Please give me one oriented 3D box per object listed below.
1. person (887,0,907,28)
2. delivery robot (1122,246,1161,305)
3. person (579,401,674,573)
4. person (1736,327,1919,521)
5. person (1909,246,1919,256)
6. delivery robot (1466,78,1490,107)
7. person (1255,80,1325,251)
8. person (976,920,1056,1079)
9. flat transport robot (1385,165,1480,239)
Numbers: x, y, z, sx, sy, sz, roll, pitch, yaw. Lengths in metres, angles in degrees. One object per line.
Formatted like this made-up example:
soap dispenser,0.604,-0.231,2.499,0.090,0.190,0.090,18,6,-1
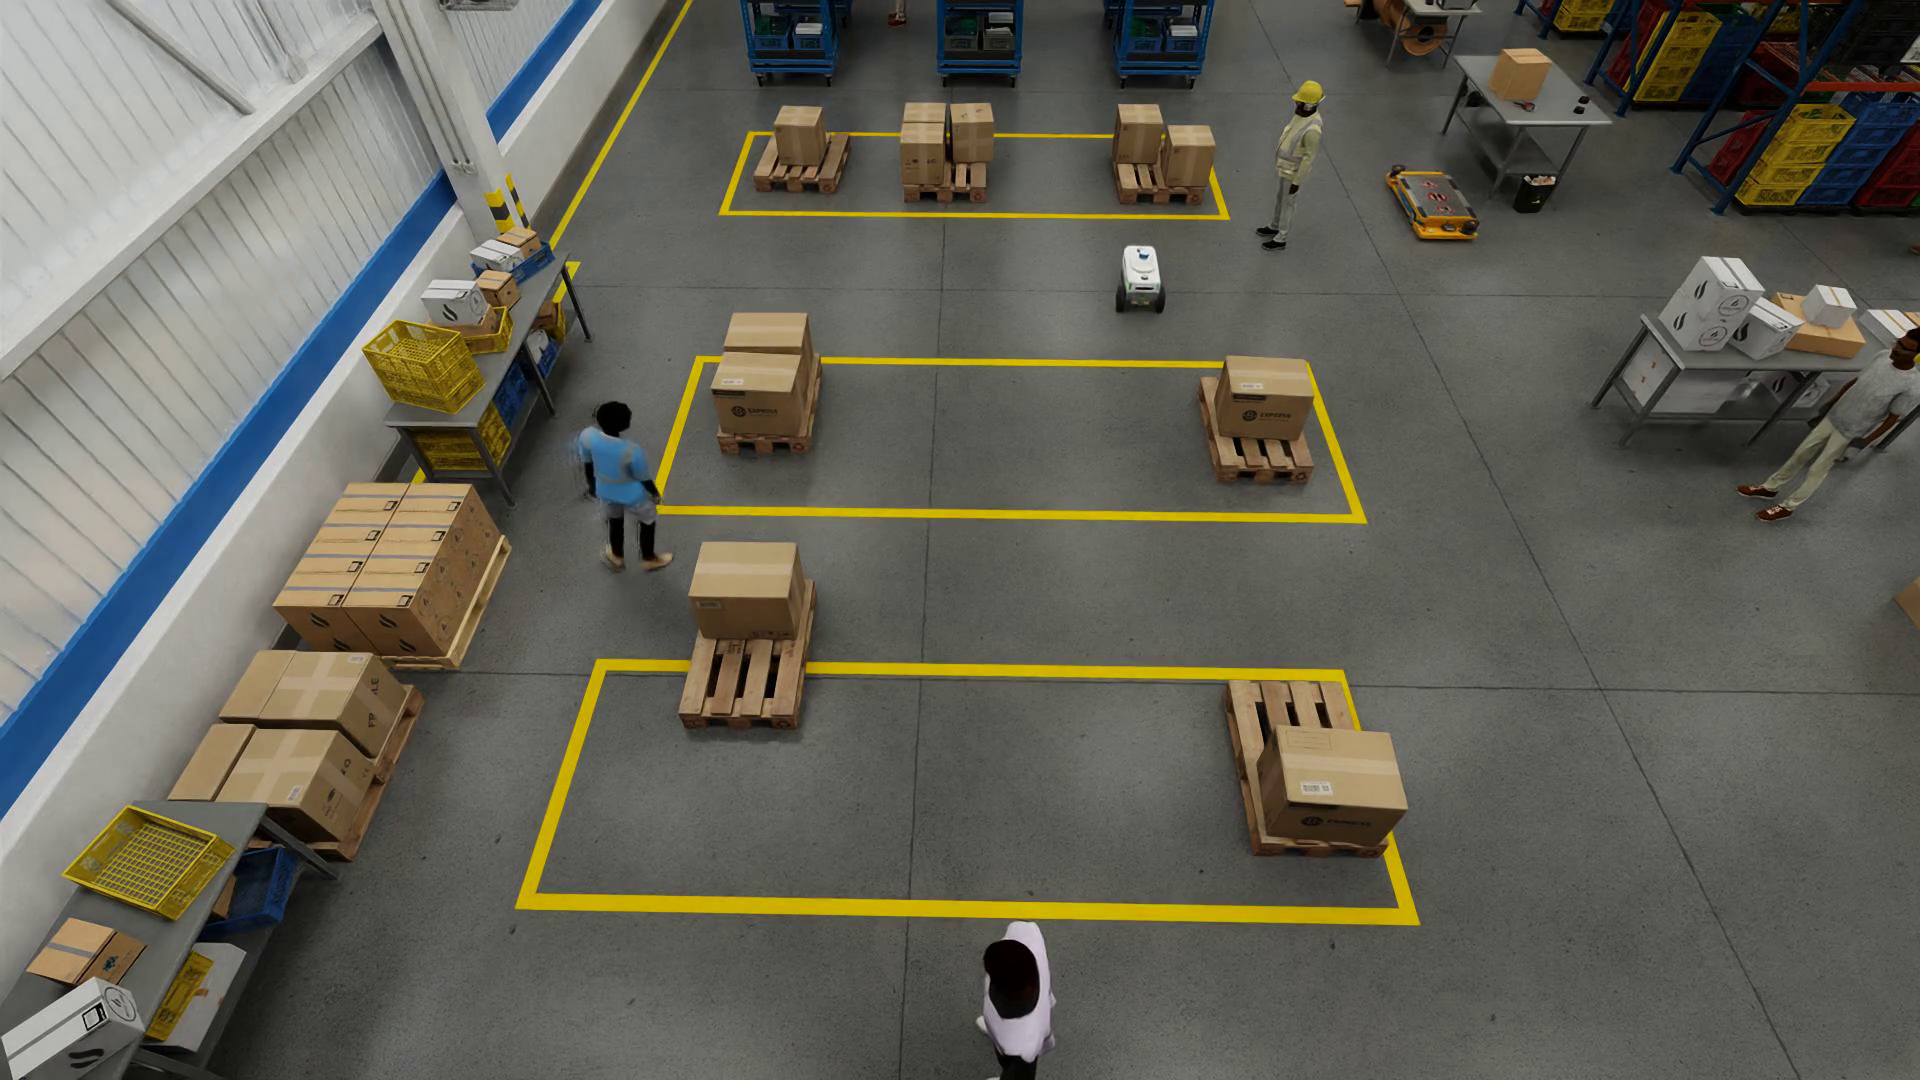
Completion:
person,-1.036,-9.109,14.269,0.393,1.990,0.616,2,49,2
delivery robot,1.925,-2.848,9.734,0.477,0.478,0.707,2,49,2
person,-2.582,-0.374,6.925,0.677,1.658,0.386,14,51,12
person,6.958,-0.888,7.234,0.319,1.870,0.521,2,49,2
person,11.083,-3.789,9.701,0.362,1.936,0.631,2,49,2
delivery robot,7.380,-6.409,12.817,0.477,0.478,0.707,1,49,1
person,3.620,-4.065,10.009,0.403,1.828,0.595,2,49,2
person,0.271,2.317,4.429,0.383,1.916,0.591,2,49,2
flat transport robot,5.692,-4.094,11.059,0.652,0.197,1.431,1,49,1
